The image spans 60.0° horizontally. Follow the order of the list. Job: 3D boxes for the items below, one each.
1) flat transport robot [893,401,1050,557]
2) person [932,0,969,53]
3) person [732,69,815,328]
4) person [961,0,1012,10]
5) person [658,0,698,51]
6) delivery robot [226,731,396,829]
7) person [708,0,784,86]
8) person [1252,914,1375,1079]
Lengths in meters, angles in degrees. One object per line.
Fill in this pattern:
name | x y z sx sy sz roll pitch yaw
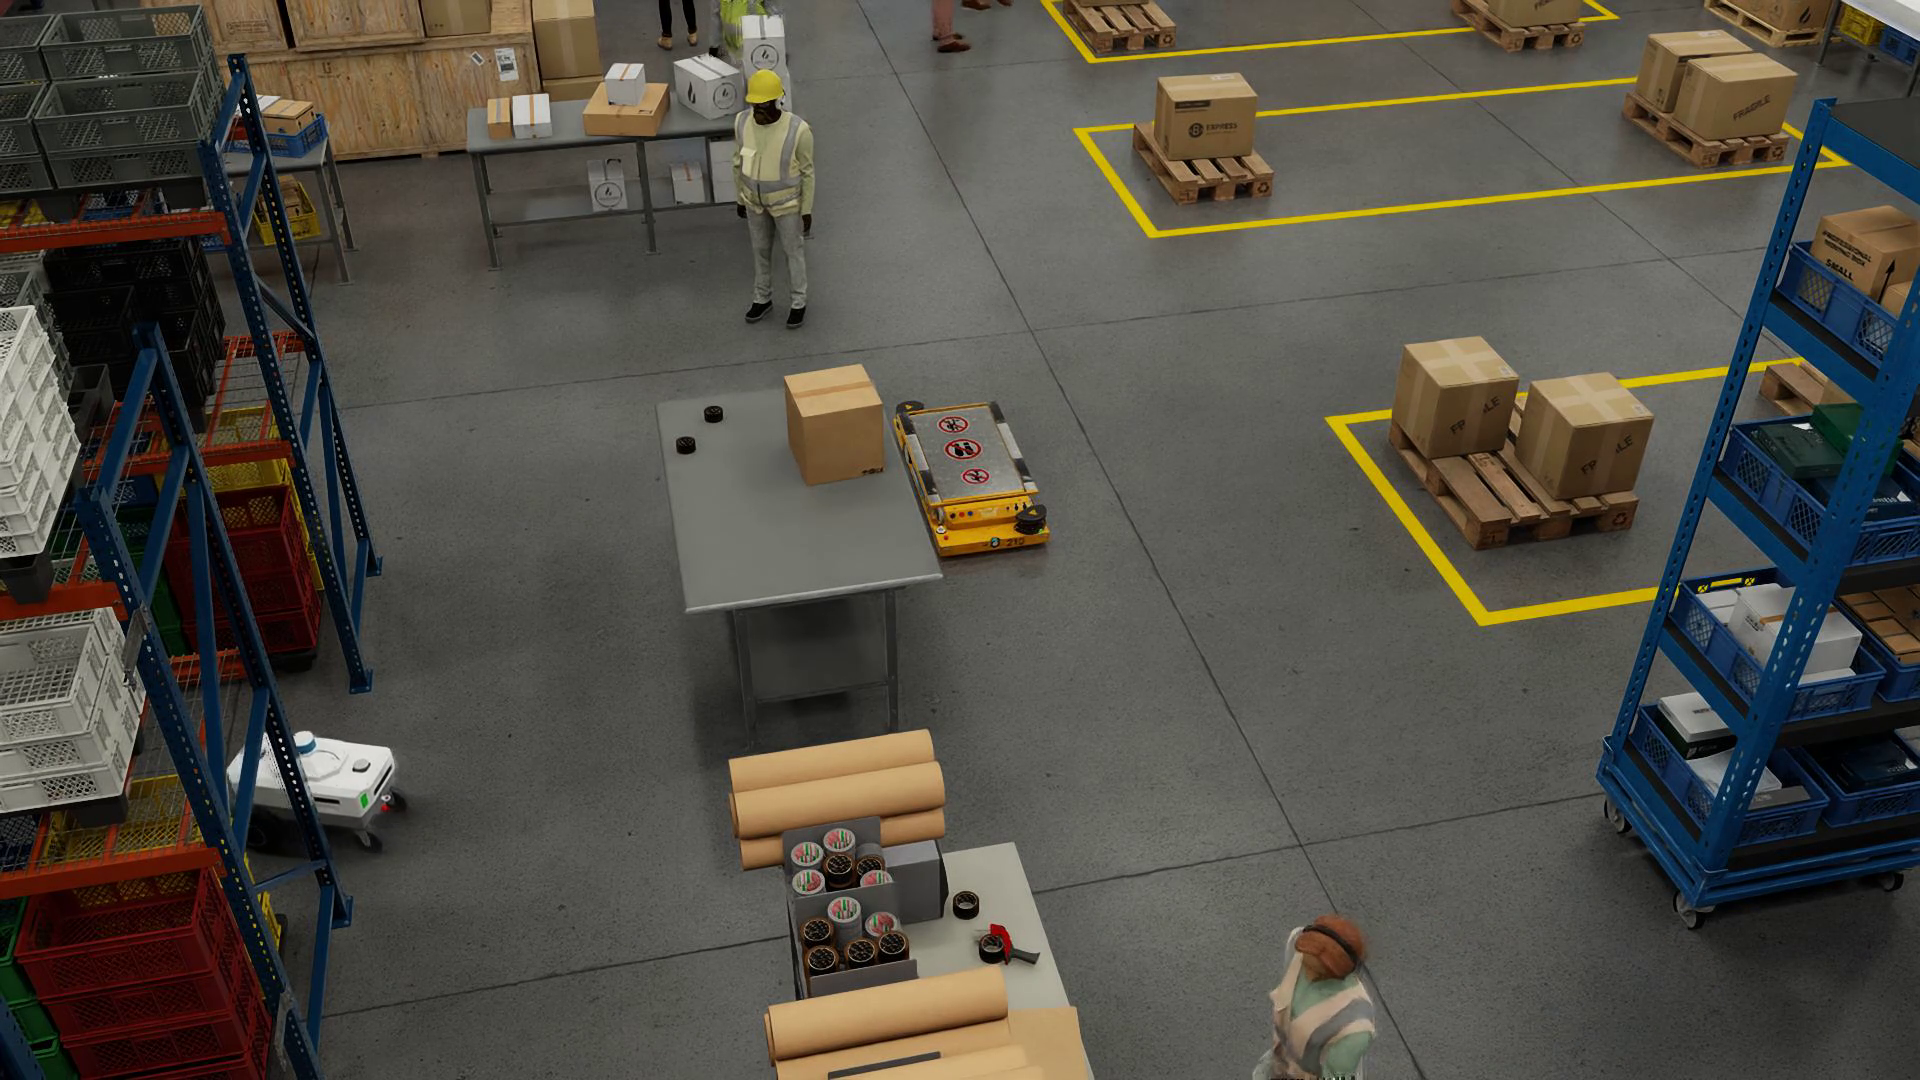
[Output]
flat transport robot | 0.046 -0.430 10.108 0.652 0.197 1.431 -8 37 -10
person | -0.146 -5.573 15.667 0.402 1.906 0.671 -6 37 -8
person | -1.277 -2.317 11.345 0.588 1.834 0.403 12 38 15
person | 0.261 -6.243 16.609 0.421 1.848 0.501 26 44 30
person | -2.756 -5.503 15.743 0.531 1.693 0.320 -15 39 -19
delivery robot | -3.006 1.098 7.742 0.707 0.478 0.477 5 37 7
person | -1.798 -4.021 13.648 0.631 1.826 0.627 24 43 29
person | 1.204 1.891 5.866 0.397 1.625 0.524 -12 38 -16
